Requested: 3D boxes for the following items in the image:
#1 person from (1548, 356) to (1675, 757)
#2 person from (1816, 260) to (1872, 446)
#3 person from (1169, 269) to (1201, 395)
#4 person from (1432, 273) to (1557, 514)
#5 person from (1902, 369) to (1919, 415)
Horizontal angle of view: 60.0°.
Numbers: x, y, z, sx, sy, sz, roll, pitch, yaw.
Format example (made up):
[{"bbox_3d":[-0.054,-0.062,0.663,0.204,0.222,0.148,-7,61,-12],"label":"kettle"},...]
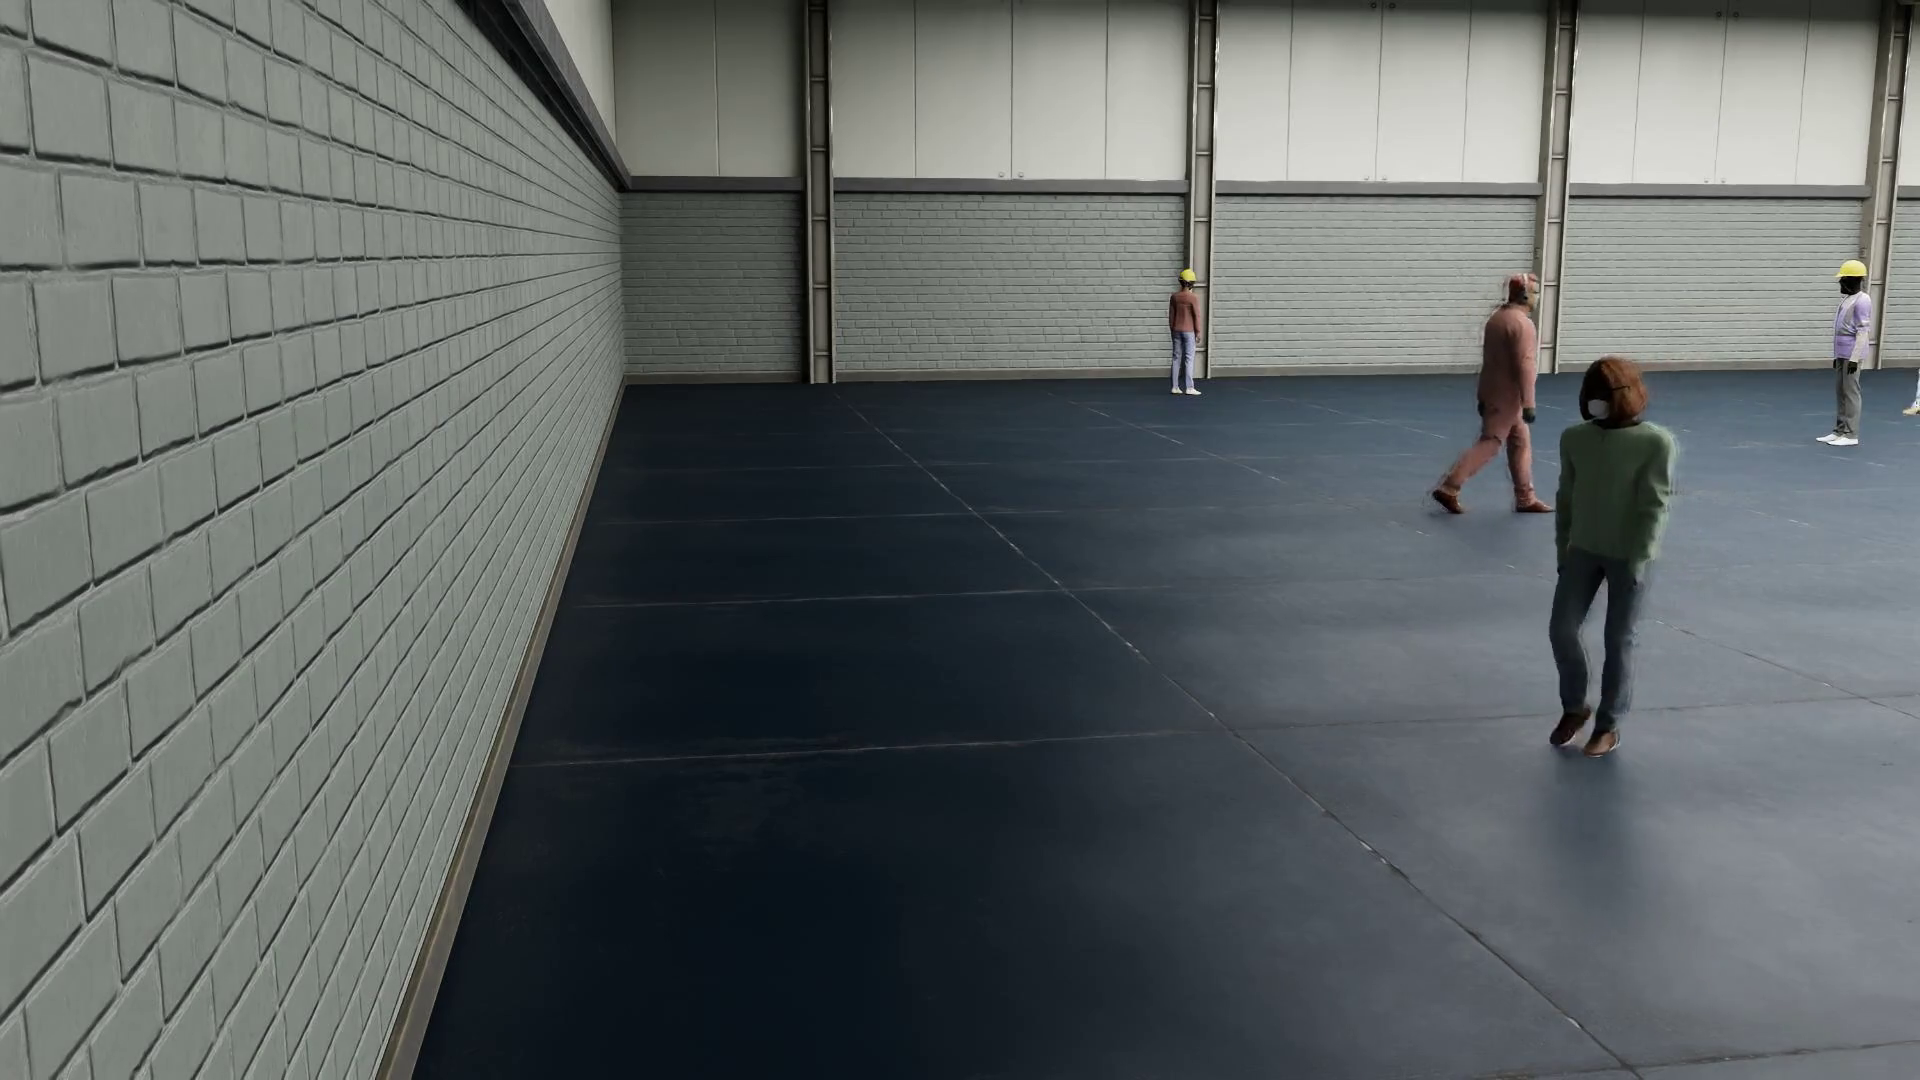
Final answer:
[{"bbox_3d":[2.565,0.081,6.612,0.392,1.614,0.497,-9,14,-44],"label":"person"},{"bbox_3d":[9.270,-1.946,17.373,0.370,1.927,0.588,2,10,10],"label":"person"},{"bbox_3d":[3.191,-2.928,23.493,0.533,1.768,0.310,10,14,44],"label":"person"},{"bbox_3d":[4.123,-1.108,12.750,0.955,1.867,0.652,0,10,2],"label":"person"},{"bbox_3d":[12.248,-2.421,20.535,0.954,1.795,0.651,-1,10,-8],"label":"person"}]
